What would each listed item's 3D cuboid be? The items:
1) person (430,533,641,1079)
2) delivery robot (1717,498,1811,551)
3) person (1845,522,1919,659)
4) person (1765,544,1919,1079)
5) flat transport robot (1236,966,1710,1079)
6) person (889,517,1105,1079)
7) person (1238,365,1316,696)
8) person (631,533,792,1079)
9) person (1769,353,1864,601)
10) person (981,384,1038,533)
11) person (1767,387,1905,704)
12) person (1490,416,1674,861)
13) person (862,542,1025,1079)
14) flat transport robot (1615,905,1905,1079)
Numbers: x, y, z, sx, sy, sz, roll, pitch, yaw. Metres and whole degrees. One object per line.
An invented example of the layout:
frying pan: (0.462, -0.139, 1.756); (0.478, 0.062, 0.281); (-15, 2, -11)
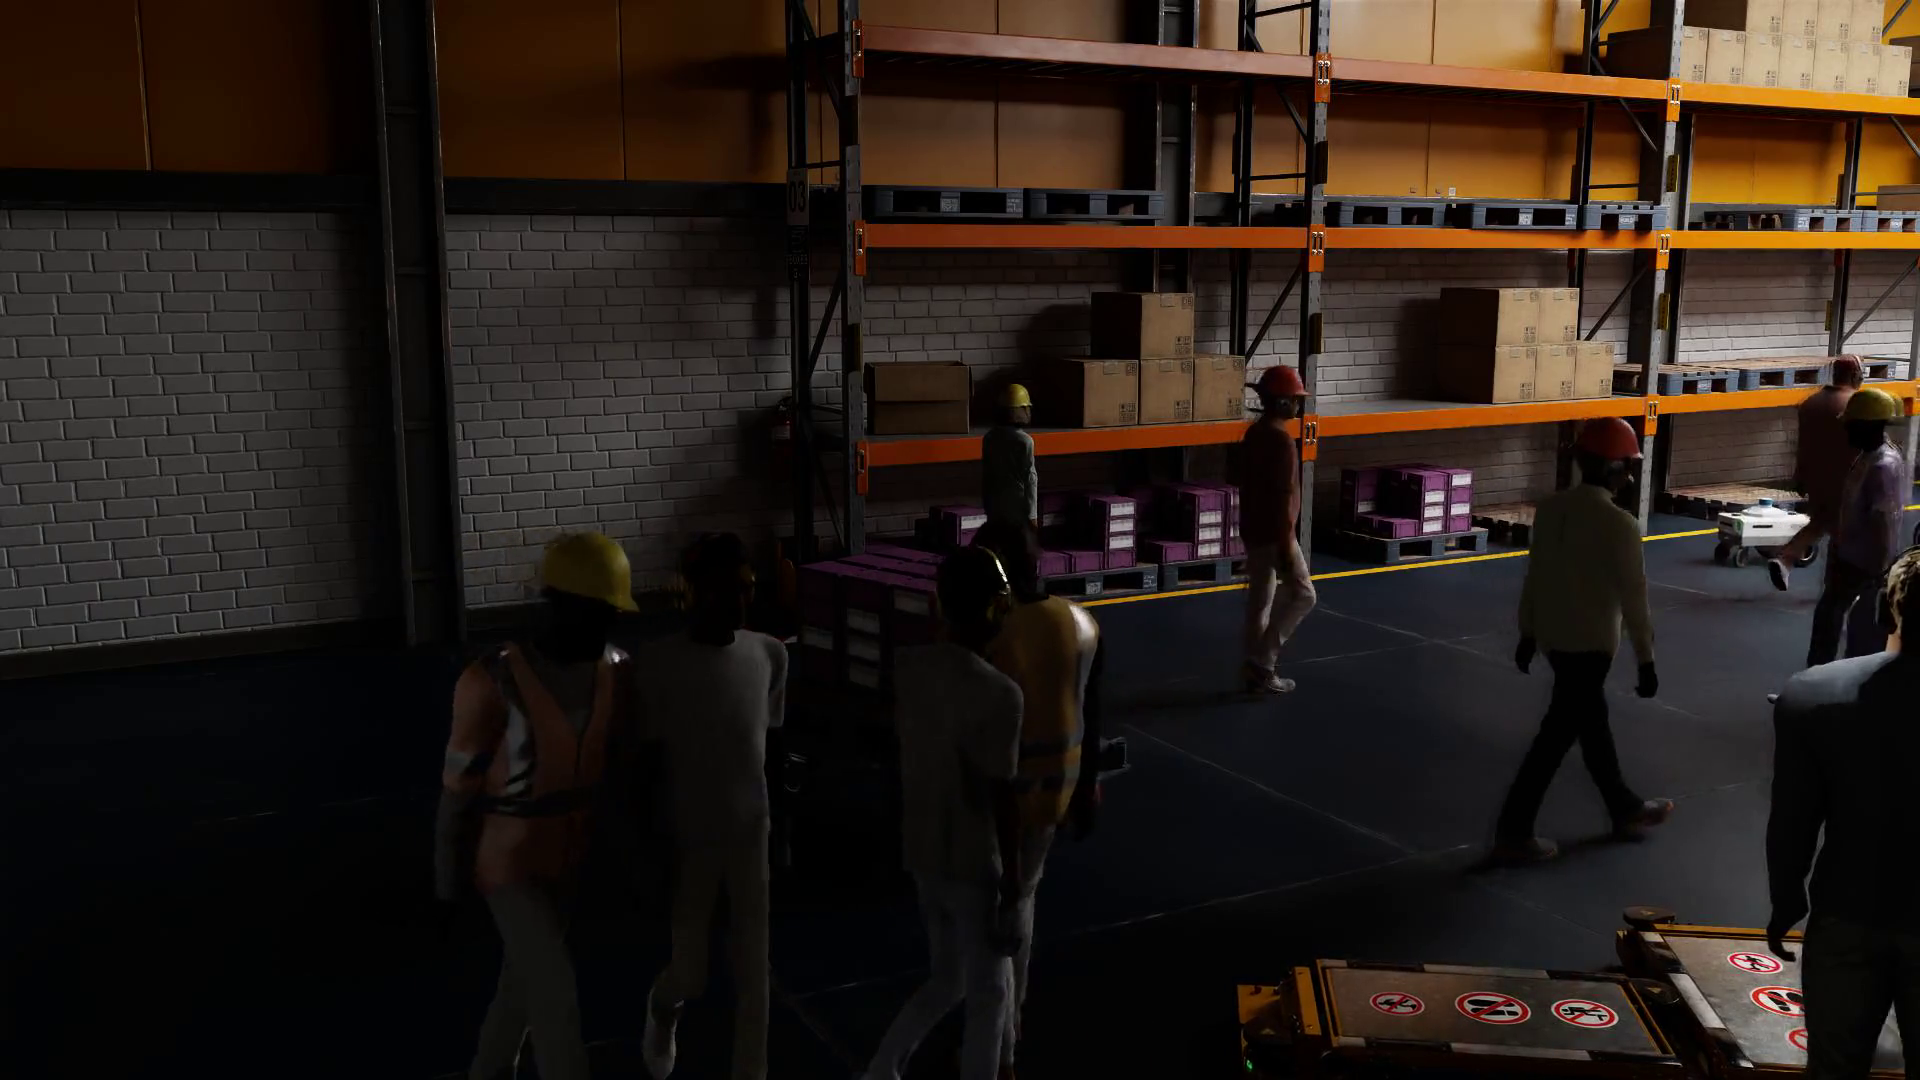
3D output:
person: (-1.132, 0.908, 4.695); (0.871, 1.867, 0.609); (6, 11, 30)
delivery robot: (6.810, -0.114, 14.097); (0.707, 0.478, 0.477); (-1, 10, -8)
person: (3.119, 0.799, 5.312); (0.881, 1.894, 0.676); (-2, 10, -12)
person: (2.350, 0.966, 4.172); (0.627, 1.941, 0.371); (6, 12, 32)
flat transport robot: (1.627, 1.594, 5.356); (1.431, 0.197, 0.652); (1, 10, 7)
person: (0.085, 0.825, 5.320); (0.665, 1.816, 0.600); (-6, 12, -31)
person: (1.860, -0.041, 9.835); (0.434, 1.982, 0.642); (-2, 10, -12)
person: (-0.750, 0.881, 4.958); (0.529, 1.841, 0.639); (-6, 11, -29)
person: (6.525, -0.456, 12.499); (0.583, 1.889, 0.654); (-3, 10, -14)
person: (0.365, -0.203, 11.469); (0.312, 1.741, 0.494); (-9, 13, -41)
person: (5.248, 0.072, 9.487); (0.930, 1.893, 0.590); (5, 11, 29)
person: (2.766, 0.433, 7.255); (1.026, 1.936, 0.660); (-3, 10, -15)
person: (-0.062, 0.934, 4.632); (0.537, 1.843, 0.533); (-8, 13, -40)
flat transport robot: (2.685, 1.573, 5.479); (0.652, 0.197, 1.431); (1, 10, 7)
